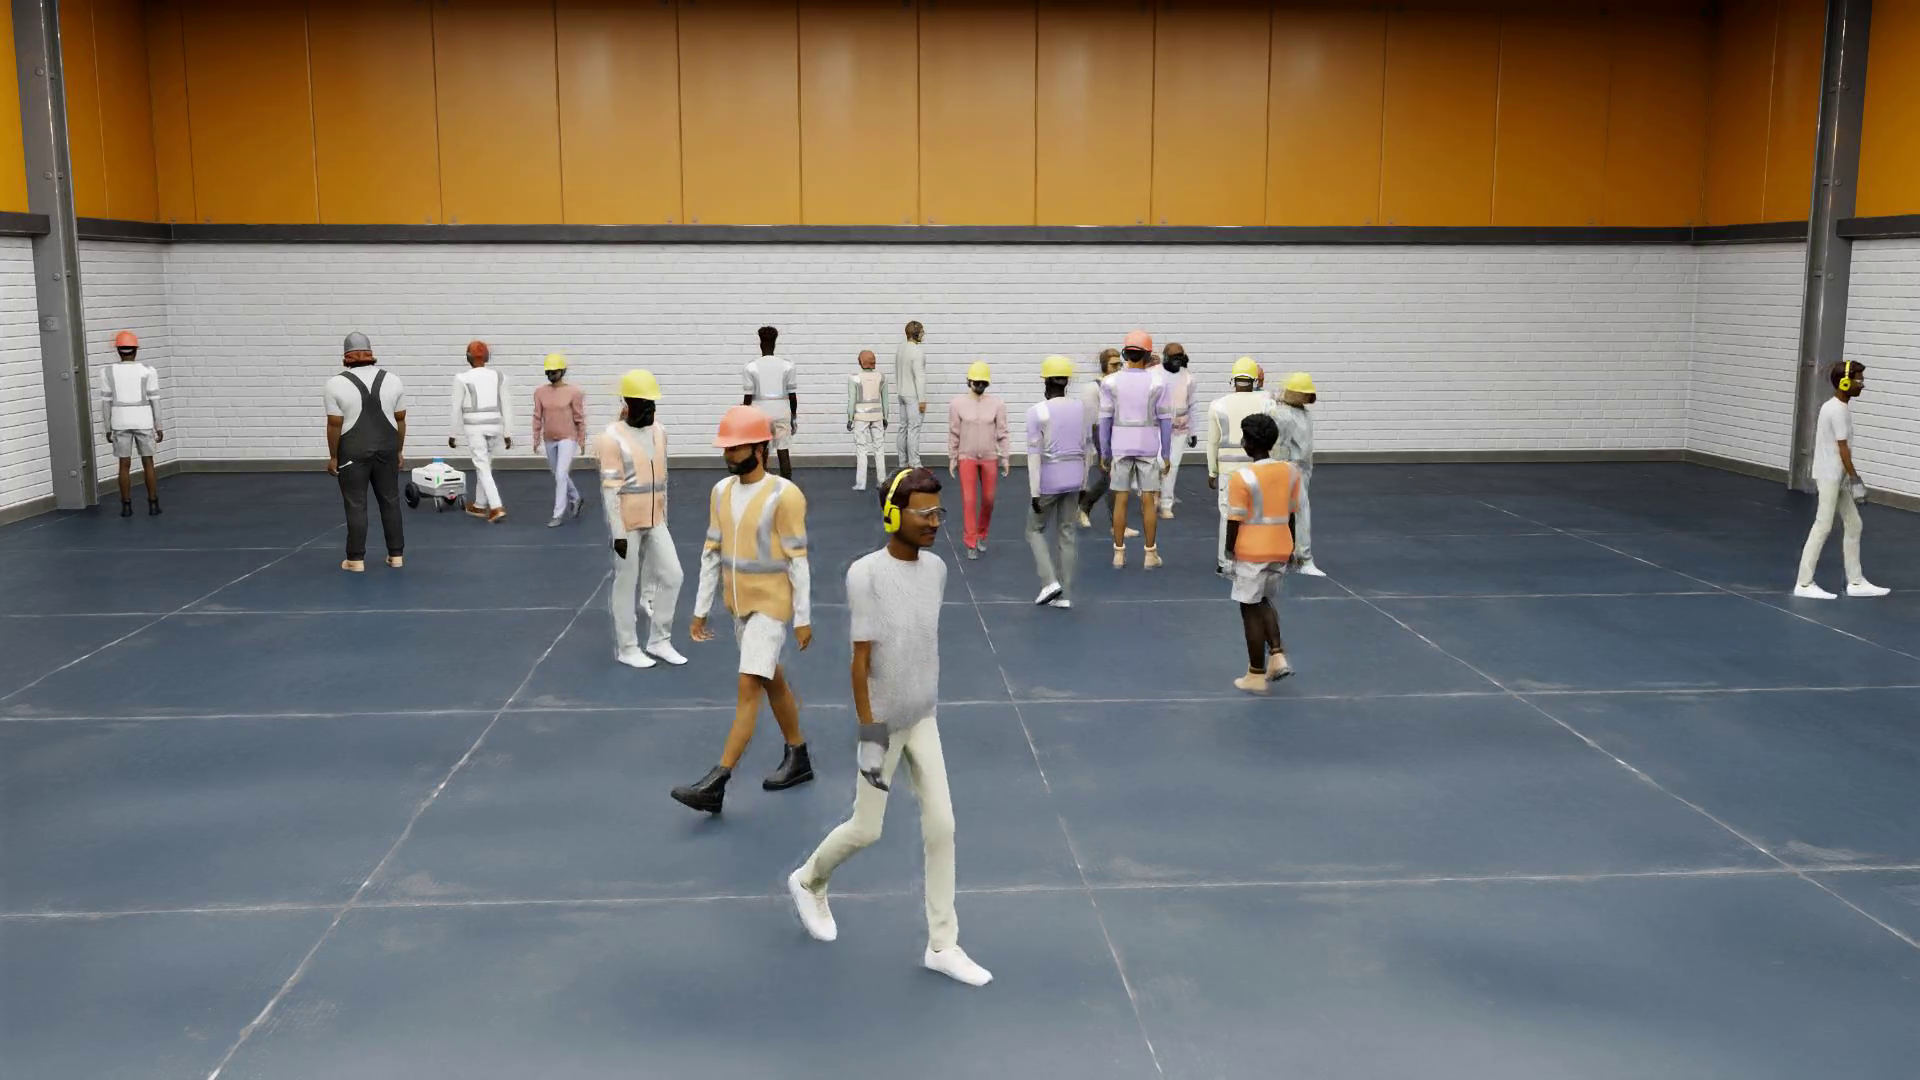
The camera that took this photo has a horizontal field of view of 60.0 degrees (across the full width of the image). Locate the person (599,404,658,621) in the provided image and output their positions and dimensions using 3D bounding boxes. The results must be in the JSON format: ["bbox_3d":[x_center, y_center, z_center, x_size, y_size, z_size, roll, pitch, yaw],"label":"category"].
[{"bbox_3d":[-2.352,-0.200,11.968,0.505,1.614,0.417,-4,10,-26],"label":"person"}]

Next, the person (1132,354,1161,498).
[{"bbox_3d":[2.143,-1.271,18.648,0.327,1.623,0.514,-1,9,-5],"label":"person"}]

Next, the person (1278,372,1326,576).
[{"bbox_3d":[2.749,-0.566,13.985,0.736,1.715,0.496,6,11,35],"label":"person"}]

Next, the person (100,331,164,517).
[{"bbox_3d":[-8.562,-1.196,17.232,0.555,1.929,0.377,-3,10,-21],"label":"person"}]

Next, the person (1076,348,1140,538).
[{"bbox_3d":[1.395,-0.953,16.065,0.522,1.817,0.866,-9,12,-43],"label":"person"}]

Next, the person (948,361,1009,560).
[{"bbox_3d":[0.162,-0.720,14.831,0.534,1.768,0.584,-1,9,-8],"label":"person"}]

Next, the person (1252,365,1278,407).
[{"bbox_3d":[2.859,-0.897,16.244,0.513,1.641,0.307,-2,9,-10],"label":"person"}]

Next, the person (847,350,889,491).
[{"bbox_3d":[-1.067,-1.381,19.288,0.523,1.639,0.308,-4,10,-25],"label":"person"}]

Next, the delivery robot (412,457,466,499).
[{"bbox_3d":[-5.572,-0.647,17.779,0.477,0.478,0.707,-8,12,-40],"label":"delivery robot"}]

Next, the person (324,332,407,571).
[{"bbox_3d":[-5.069,-0.761,14.138,0.673,2.000,0.535,-7,11,-38],"label":"person"}]

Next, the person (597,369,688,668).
[{"bbox_3d":[-1.965,-0.116,10.481,0.610,1.905,0.623,6,11,32],"label":"person"}]

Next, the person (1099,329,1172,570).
[{"bbox_3d":[1.497,-0.768,14.174,0.615,2.040,0.391,2,9,13],"label":"person"}]

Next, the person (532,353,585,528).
[{"bbox_3d":[-4.012,-1.027,16.782,0.532,1.736,0.826,2,9,14],"label":"person"}]

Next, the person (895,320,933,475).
[{"bbox_3d":[-0.596,-1.770,20.792,0.379,1.940,0.629,-5,10,-27],"label":"person"}]

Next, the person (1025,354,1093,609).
[{"bbox_3d":[0.720,-0.429,12.454,0.596,1.911,0.415,-4,10,-24],"label":"person"}]

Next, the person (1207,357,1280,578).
[{"bbox_3d":[2.331,-0.591,13.719,0.591,1.833,0.403,1,9,6],"label":"person"}]

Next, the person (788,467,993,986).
[{"bbox_3d":[-0.280,0.641,5.991,0.855,1.841,0.521,9,13,44],"label":"person"}]

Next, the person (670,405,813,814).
[{"bbox_3d":[-1.042,0.321,7.799,0.560,1.885,1.013,8,12,40],"label":"person"}]

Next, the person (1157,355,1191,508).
[{"bbox_3d":[2.289,-1.166,17.854,0.494,1.674,0.538,-1,9,-6],"label":"person"}]

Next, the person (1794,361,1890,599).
[{"bbox_3d":[6.842,-0.438,12.734,0.753,1.846,0.525,5,10,28],"label":"person"}]

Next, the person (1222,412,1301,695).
[{"bbox_3d":[1.778,0.082,9.924,0.556,1.684,0.370,-6,11,-33],"label":"person"}]

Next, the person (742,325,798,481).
[{"bbox_3d":[-2.029,-1.304,17.776,0.600,1.967,0.368,-2,9,-15],"label":"person"}]

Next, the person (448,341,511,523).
[{"bbox_3d":[-4.843,-1.103,16.926,0.936,1.850,0.577,8,12,42],"label":"person"}]

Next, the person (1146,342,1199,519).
[{"bbox_3d":[2.137,-1.107,17.014,0.637,1.821,0.470,-2,9,-15],"label":"person"}]
